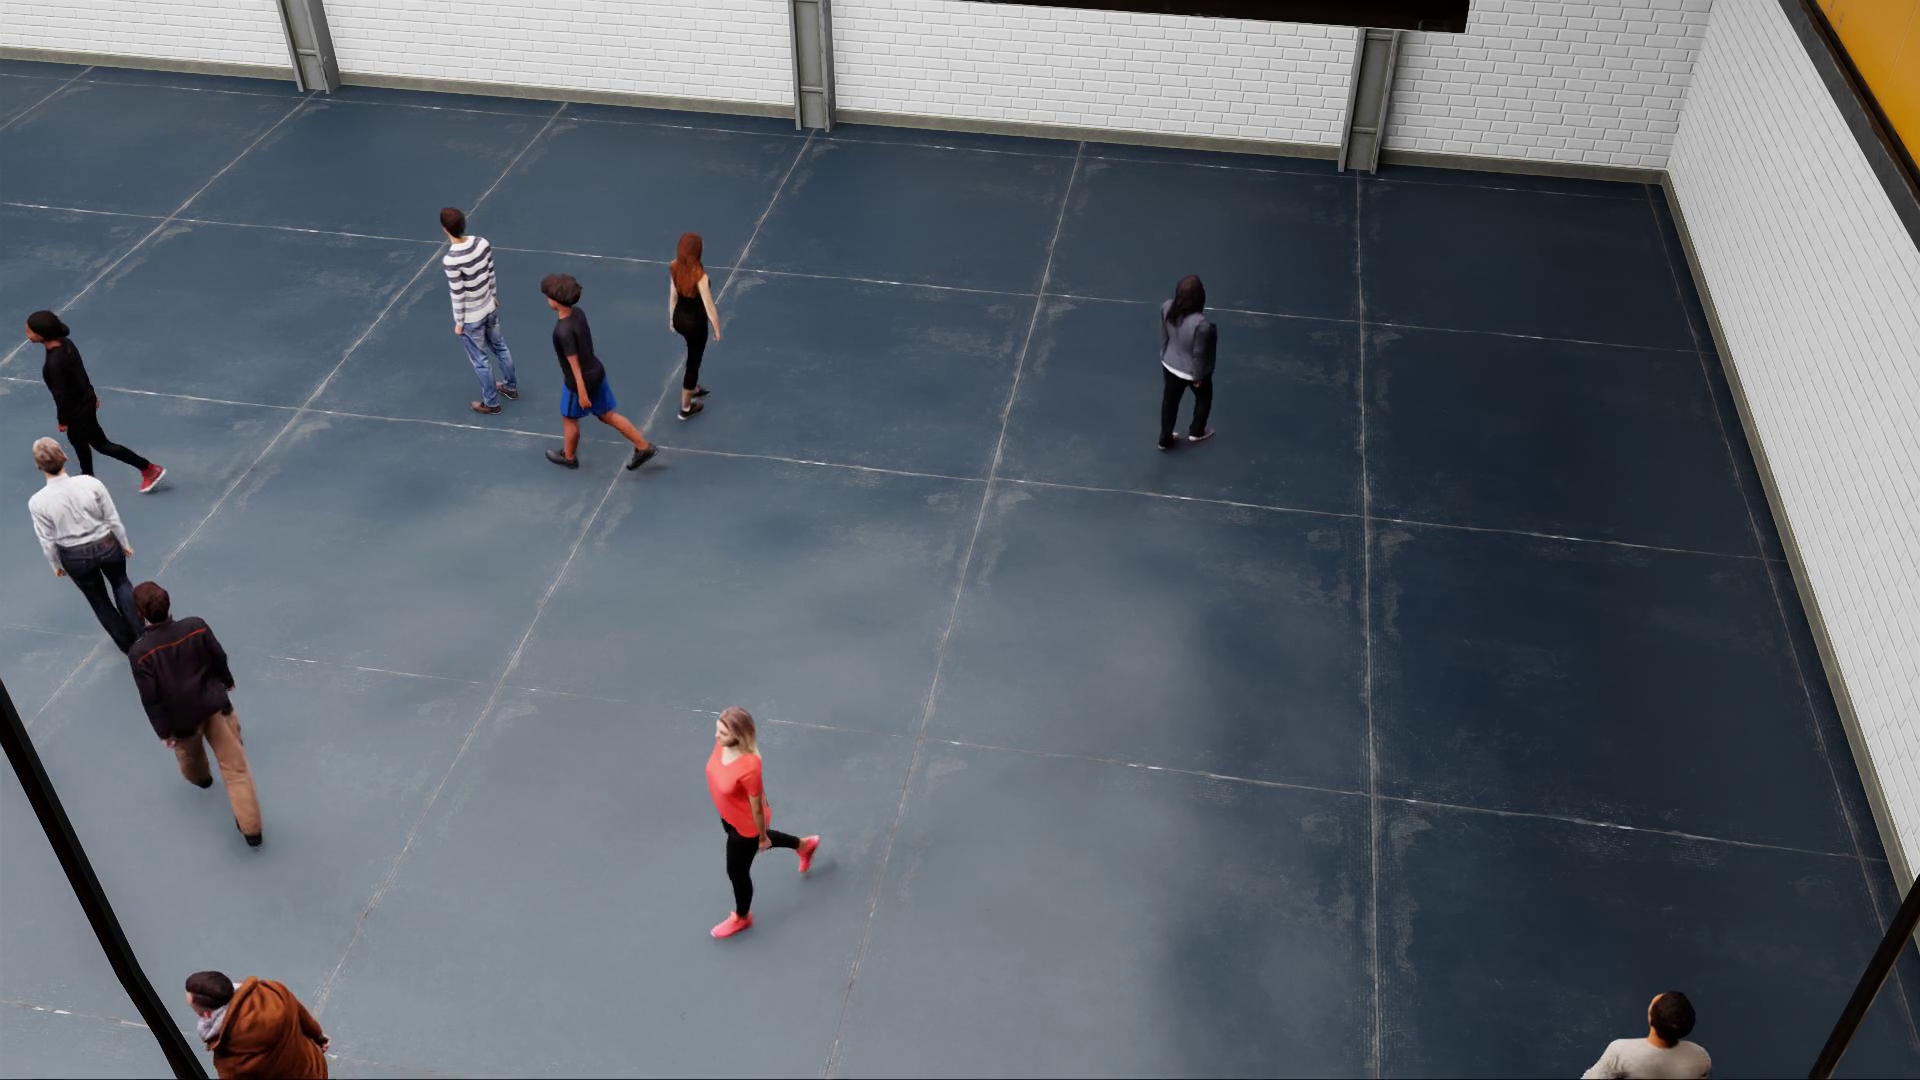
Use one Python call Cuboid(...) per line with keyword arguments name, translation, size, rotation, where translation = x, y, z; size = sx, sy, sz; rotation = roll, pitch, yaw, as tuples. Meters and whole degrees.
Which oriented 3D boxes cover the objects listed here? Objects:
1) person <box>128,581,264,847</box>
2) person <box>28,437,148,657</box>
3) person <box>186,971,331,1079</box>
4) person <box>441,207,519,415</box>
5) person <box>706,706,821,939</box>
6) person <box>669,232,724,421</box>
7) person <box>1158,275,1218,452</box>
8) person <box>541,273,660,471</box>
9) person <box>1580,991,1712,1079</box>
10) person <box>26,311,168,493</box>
Cuboid(name="person", translation=(-4.558, 1.098, 10.022), size=(1.173, 1.870, 1.310), rotation=(-30, 47, -32))
Cuboid(name="person", translation=(-5.883, 0.117, 11.296), size=(0.786, 1.813, 0.835), rotation=(-26, 45, -29))
Cuboid(name="person", translation=(-3.180, 2.679, 8.112), size=(1.137, 1.784, 0.846), rotation=(4, 39, 4))
Cuboid(name="person", translation=(-4.012, -1.906, 13.800), size=(0.636, 1.850, 0.708), rotation=(18, 42, 21))
Cuboid(name="person", translation=(-1.160, 1.566, 9.594), size=(1.094, 1.673, 1.014), rotation=(-22, 44, -25))
Cuboid(name="person", translation=(-2.277, -1.719, 13.679), size=(0.754, 1.709, 0.818), rotation=(26, 45, 29))
Cuboid(name="person", translation=(1.770, -1.380, 13.356), size=(0.922, 1.581, 0.858), rotation=(-31, 48, -33))
Cuboid(name="person", translation=(-2.857, -1.253, 13.063), size=(1.158, 1.749, 0.682), rotation=(3, 39, 4))
Cuboid(name="person", translation=(3.215, 2.866, 7.885), size=(1.091, 1.775, 0.865), rotation=(0, 39, 0))
Cuboid(name="person", translation=(-6.721, -1.029, 12.862), size=(1.129, 1.650, 0.894), rotation=(-11, 40, -13))
